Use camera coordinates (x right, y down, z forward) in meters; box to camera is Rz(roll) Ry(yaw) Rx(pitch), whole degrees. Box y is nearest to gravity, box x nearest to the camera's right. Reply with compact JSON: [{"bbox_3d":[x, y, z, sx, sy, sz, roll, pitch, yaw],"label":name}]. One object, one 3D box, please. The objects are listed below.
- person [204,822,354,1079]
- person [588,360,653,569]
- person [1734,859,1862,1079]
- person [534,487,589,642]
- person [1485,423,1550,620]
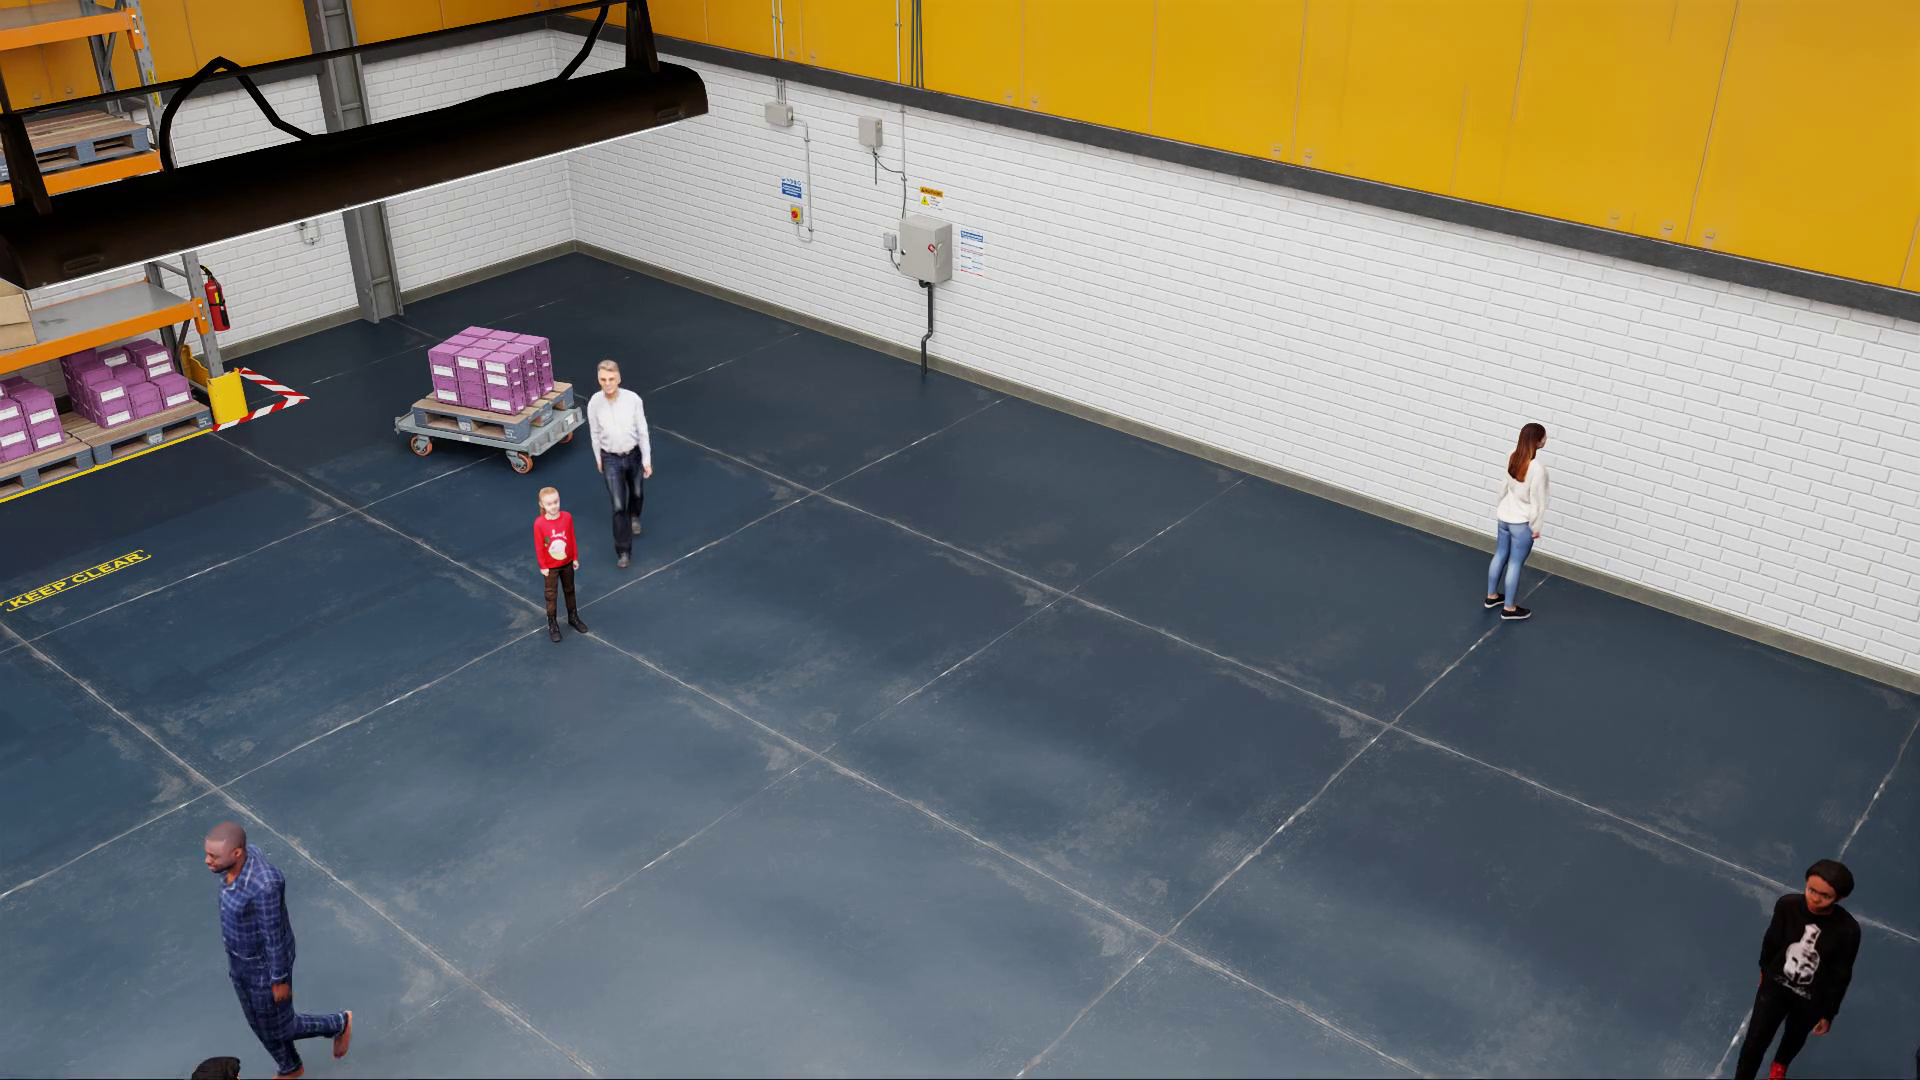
[{"bbox_3d":[-3.654,2.216,8.926,0.810,1.811,0.703,-24,37,-37],"label":"person"},{"bbox_3d":[-2.903,-0.745,14.388,1.200,1.778,1.192,-5,29,-9],"label":"person"},{"bbox_3d":[4.490,2.346,8.861,0.616,1.645,0.920,19,34,31],"label":"person"},{"bbox_3d":[-3.204,0.168,13.233,0.497,1.281,0.593,-21,35,-33],"label":"person"},{"bbox_3d":[4.505,-0.164,13.414,0.716,1.692,0.703,-9,30,-17],"label":"person"}]
